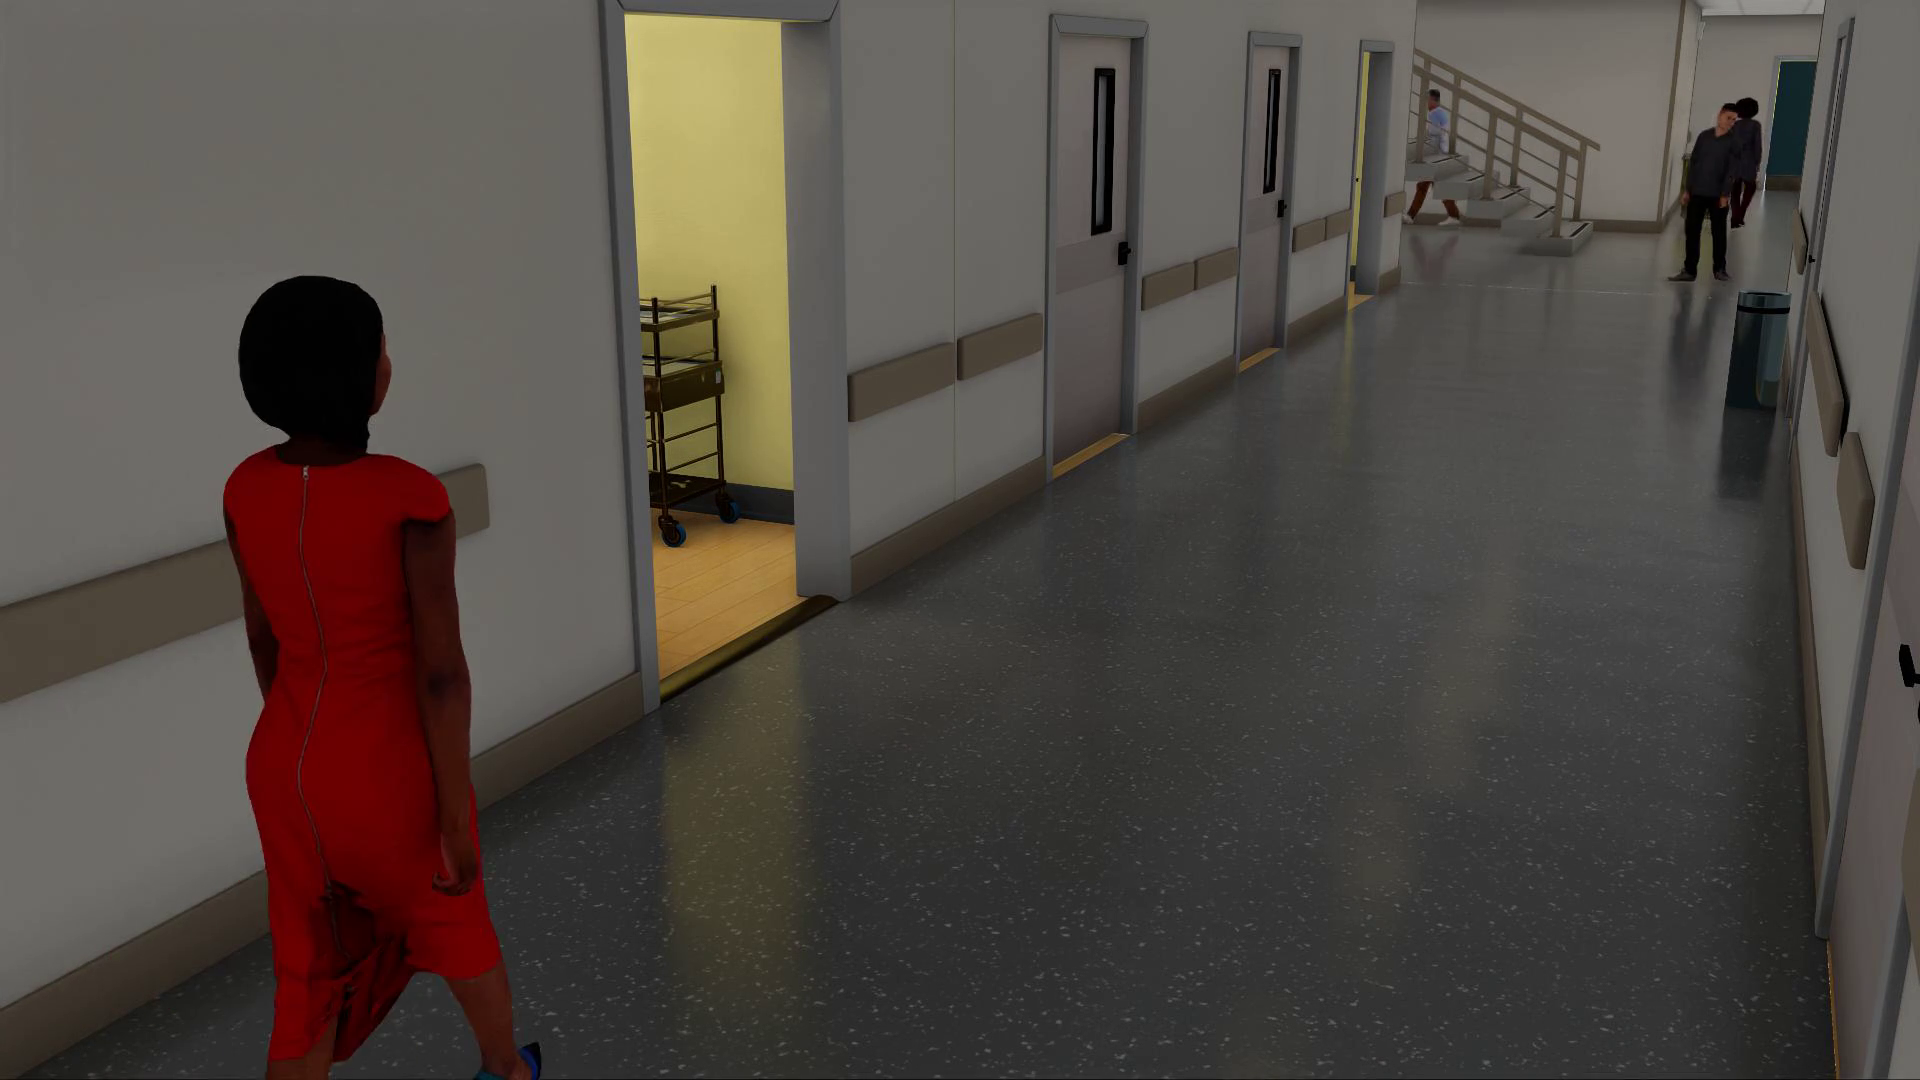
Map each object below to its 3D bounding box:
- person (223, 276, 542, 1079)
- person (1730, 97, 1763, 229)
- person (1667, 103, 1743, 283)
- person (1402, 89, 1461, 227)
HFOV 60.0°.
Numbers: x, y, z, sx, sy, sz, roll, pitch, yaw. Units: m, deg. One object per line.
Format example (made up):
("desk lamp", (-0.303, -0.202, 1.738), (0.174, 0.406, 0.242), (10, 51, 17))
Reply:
("person", (-1.022, 0.481, 2.699), (1.084, 1.693, 0.841), (3, 16, 10))
("person", (10.356, -4.991, 22.103), (0.704, 1.697, 0.761), (15, 21, 42))
("person", (7.381, -3.417, 16.431), (0.887, 1.745, 0.727), (-7, 17, -23))
("person", (6.395, -5.028, 22.098), (1.135, 1.770, 0.698), (7, 17, 23))
